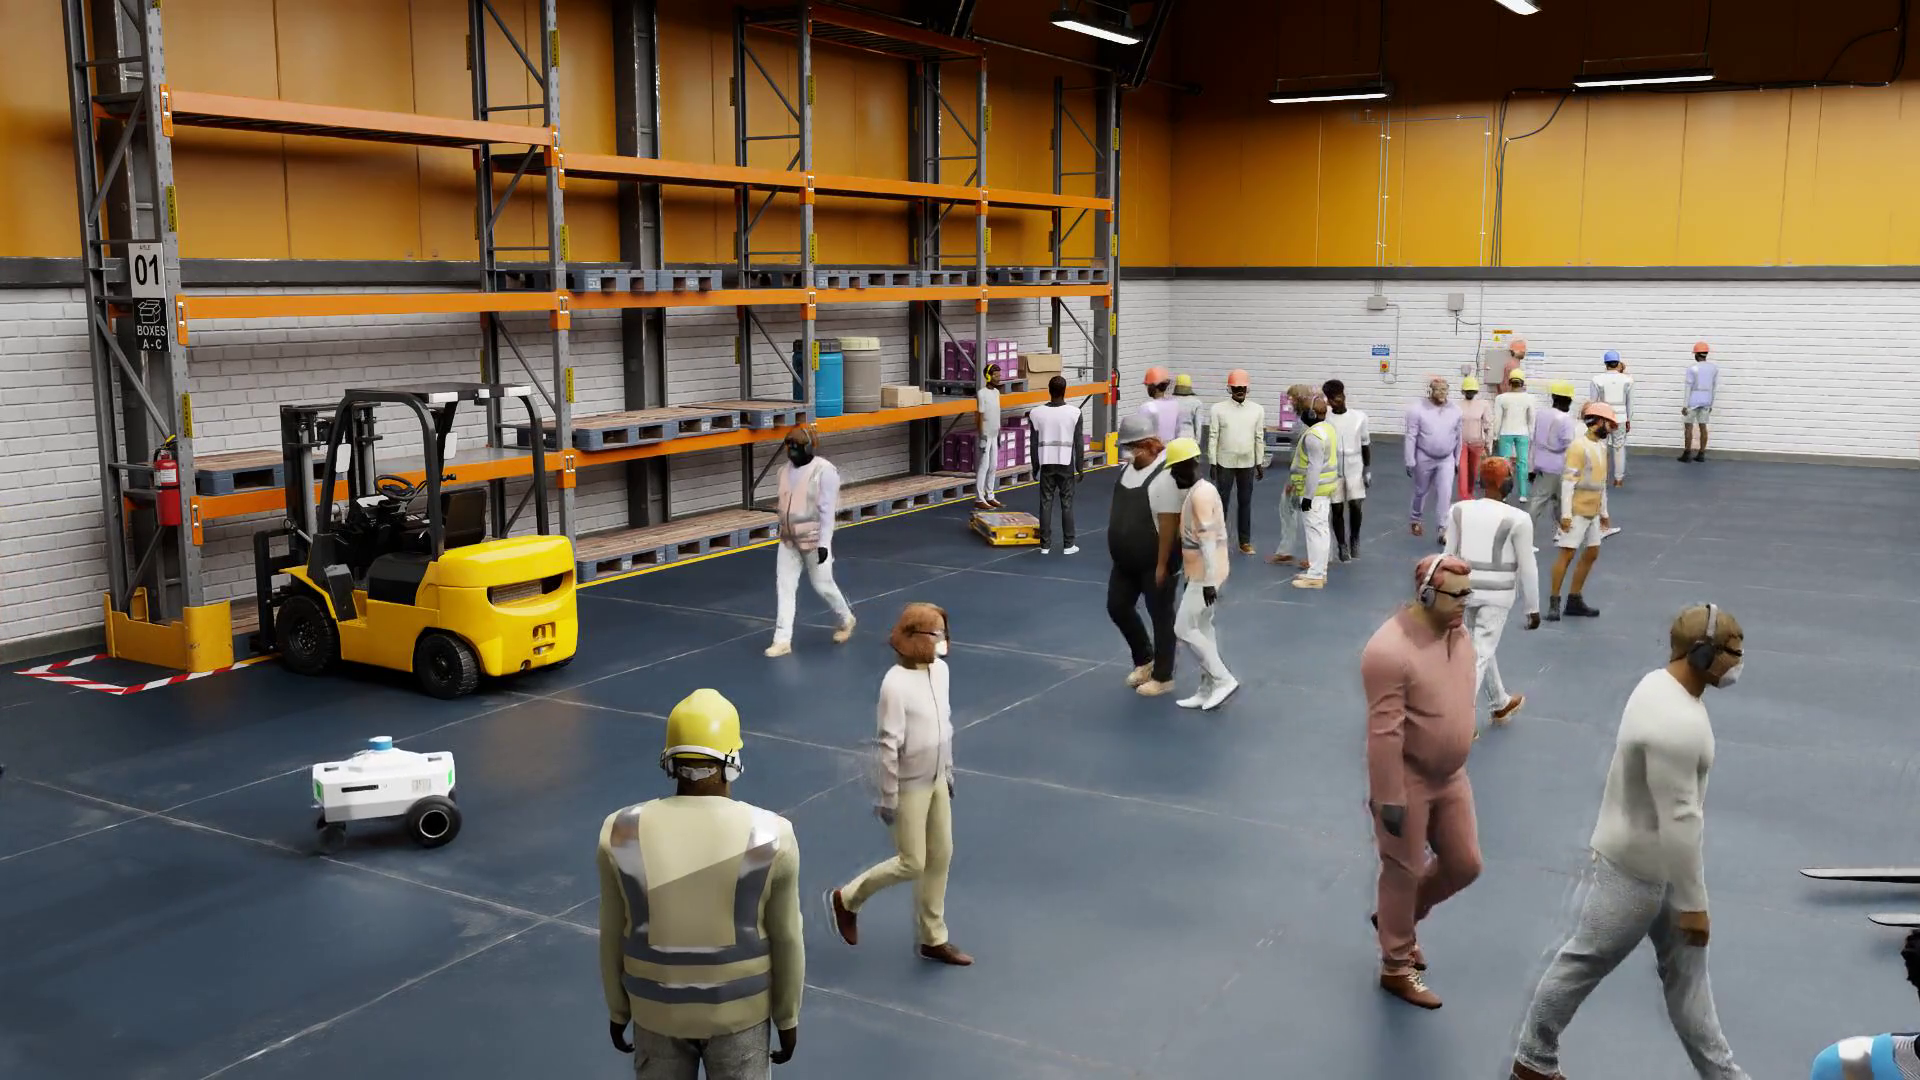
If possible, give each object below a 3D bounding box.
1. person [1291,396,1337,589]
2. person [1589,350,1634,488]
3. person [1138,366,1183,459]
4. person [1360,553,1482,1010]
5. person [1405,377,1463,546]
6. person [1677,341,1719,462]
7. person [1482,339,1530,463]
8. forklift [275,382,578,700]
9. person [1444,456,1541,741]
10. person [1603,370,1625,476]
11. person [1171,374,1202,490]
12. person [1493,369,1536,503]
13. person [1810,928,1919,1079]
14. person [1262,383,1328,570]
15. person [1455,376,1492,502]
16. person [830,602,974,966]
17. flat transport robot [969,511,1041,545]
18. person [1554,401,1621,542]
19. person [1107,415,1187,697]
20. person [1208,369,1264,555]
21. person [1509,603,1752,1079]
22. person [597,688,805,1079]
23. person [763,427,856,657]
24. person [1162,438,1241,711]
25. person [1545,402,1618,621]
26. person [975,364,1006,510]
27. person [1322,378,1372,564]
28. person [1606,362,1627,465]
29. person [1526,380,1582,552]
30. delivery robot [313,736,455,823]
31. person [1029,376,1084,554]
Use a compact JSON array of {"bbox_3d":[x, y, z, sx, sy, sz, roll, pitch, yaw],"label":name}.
[{"bbox_3d":[3.384,-0.457,15.952,0.430,1.843,0.625,4,10,25],"label":"person"},{"bbox_3d":[9.106,-1.686,23.297,0.603,1.944,0.391,1,9,7],"label":"person"},{"bbox_3d":[2.154,-0.848,17.822,0.616,2.025,0.701,-7,12,-38],"label":"person"},{"bbox_3d":[1.899,0.979,6.845,0.638,1.887,0.431,-6,11,-34],"label":"person"},{"bbox_3d":[5.330,-0.919,18.760,0.663,1.867,0.982,0,9,0],"label":"person"},{"bbox_3d":[11.773,-2.197,26.518,0.556,1.933,0.364,-1,9,-7],"label":"person"},{"bbox_3d":[8.712,-2.194,26.392,0.745,1.974,0.632,2,9,14],"label":"person"},{"bbox_3d":[-3.974,-0.067,12.417,2.313,2.155,1.214,5,11,30],"label":"forklift"},{"bbox_3d":[3.482,0.375,10.774,0.979,1.829,0.596,-7,12,-39],"label":"person"},{"bbox_3d":[9.682,-1.754,24.840,0.524,1.584,0.872,-2,9,-14],"label":"person"},{"bbox_3d":[2.913,-1.314,21.710,0.495,1.713,0.837,-1,9,-6],"label":"person"},{"bbox_3d":[7.274,-1.366,21.857,0.532,1.767,0.328,2,9,12],"label":"person"},{"bbox_3d":[2.042,1.606,3.519,0.541,1.696,0.316,3,9,16],"label":"person"},{"bbox_3d":[3.377,-0.629,16.815,0.816,1.903,0.641,2,9,12],"label":"person"},{"bbox_3d":[6.473,-1.233,21.179,0.538,1.719,0.933,1,9,9],"label":"person"},{"bbox_3d":[-0.238,1.053,7.228,0.564,1.615,0.506,5,10,27],"label":"person"},{"bbox_3d":[0.553,-0.145,18.888,0.652,0.197,1.431,-2,9,-10],"label":"flat transport robot"},{"bbox_3d":[7.049,-0.758,18.606,0.875,1.590,0.541,-1,9,-7],"label":"person"},{"bbox_3d":[1.315,0.099,11.857,0.538,2.000,0.709,-6,11,-33],"label":"person"},{"bbox_3d":[2.956,-0.829,17.795,0.613,1.994,0.382,-1,9,-7],"label":"person"},{"bbox_3d":[2.469,1.147,5.840,1.020,1.872,0.664,4,10,25],"label":"person"},{"bbox_3d":[-0.743,1.335,4.830,0.591,1.825,0.403,0,9,-1],"label":"person"},{"bbox_3d":[-1.194,-0.005,13.239,0.627,1.811,0.862,6,11,33],"label":"person"},{"bbox_3d":[1.617,0.239,11.475,0.480,1.878,0.644,2,9,9],"label":"person"},{"bbox_3d":[5.386,-0.243,14.464,0.717,1.893,0.350,-8,12,-41],"label":"person"},{"bbox_3d":[0.385,-1.319,21.283,0.321,1.861,0.514,5,11,30],"label":"person"},{"bbox_3d":[3.944,-0.702,17.192,0.653,1.932,0.457,1,9,7],"label":"person"},{"bbox_3d":[10.258,-1.982,26.091,0.514,1.640,0.315,8,12,42],"label":"person"},{"bbox_3d":[6.436,-0.789,17.926,1.010,1.866,0.610,-1,9,-8],"label":"person"},{"bbox_3d":[-3.047,1.283,8.799,0.707,0.478,0.477,-3,10,-20],"label":"delivery robot"},{"bbox_3d":[1.037,-0.798,17.837,0.593,1.920,0.391,2,9,12],"label":"person"}]
